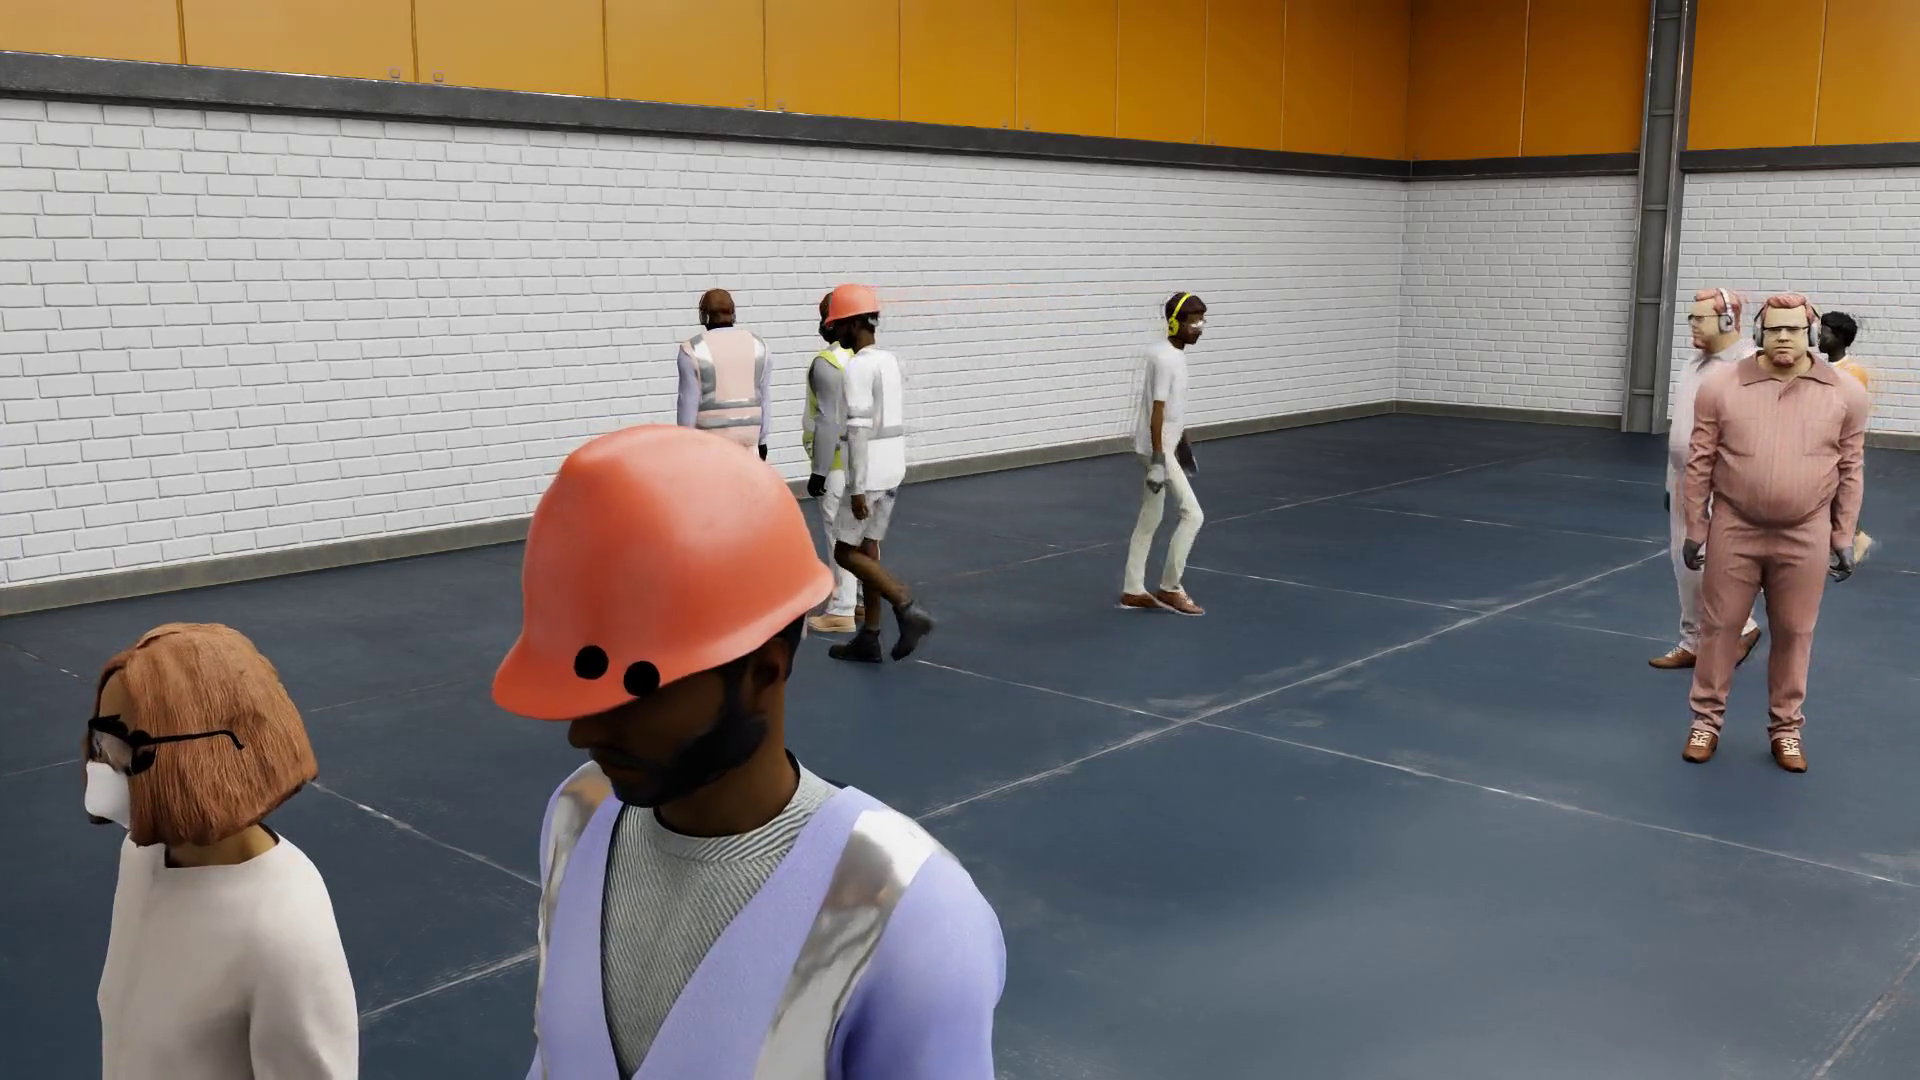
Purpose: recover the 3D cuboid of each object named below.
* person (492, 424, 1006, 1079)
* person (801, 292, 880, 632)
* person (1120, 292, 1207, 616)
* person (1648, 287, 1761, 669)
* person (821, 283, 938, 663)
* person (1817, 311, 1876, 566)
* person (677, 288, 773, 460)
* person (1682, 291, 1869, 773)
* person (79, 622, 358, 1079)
[{"bbox_3d":[-0.230,0.848,1.577,0.543,1.928,0.374,7,12,35],"label":"person"},{"bbox_3d":[-0.643,-0.421,9.048,0.429,1.845,0.621,5,11,25],"label":"person"},{"bbox_3d":[1.191,-0.465,9.345,0.616,1.835,0.483,1,10,3],"label":"person"},{"bbox_3d":[3.616,-0.273,8.070,0.436,1.884,0.665,-1,10,-8],"label":"person"},{"bbox_3d":[-0.416,-0.320,8.297,0.581,1.902,0.555,4,11,20],"label":"person"},{"bbox_3d":[5.525,-0.605,10.549,0.419,1.684,0.539,1,10,5],"label":"person"},{"bbox_3d":[-1.425,-0.582,9.984,0.621,1.838,0.429,-7,12,-34],"label":"person"},{"bbox_3d":[3.218,-0.026,6.613,0.648,1.907,0.401,4,11,21],"label":"person"},{"bbox_3d":[-0.921,0.902,2.095,0.500,1.636,0.284,9,13,40],"label":"person"}]
